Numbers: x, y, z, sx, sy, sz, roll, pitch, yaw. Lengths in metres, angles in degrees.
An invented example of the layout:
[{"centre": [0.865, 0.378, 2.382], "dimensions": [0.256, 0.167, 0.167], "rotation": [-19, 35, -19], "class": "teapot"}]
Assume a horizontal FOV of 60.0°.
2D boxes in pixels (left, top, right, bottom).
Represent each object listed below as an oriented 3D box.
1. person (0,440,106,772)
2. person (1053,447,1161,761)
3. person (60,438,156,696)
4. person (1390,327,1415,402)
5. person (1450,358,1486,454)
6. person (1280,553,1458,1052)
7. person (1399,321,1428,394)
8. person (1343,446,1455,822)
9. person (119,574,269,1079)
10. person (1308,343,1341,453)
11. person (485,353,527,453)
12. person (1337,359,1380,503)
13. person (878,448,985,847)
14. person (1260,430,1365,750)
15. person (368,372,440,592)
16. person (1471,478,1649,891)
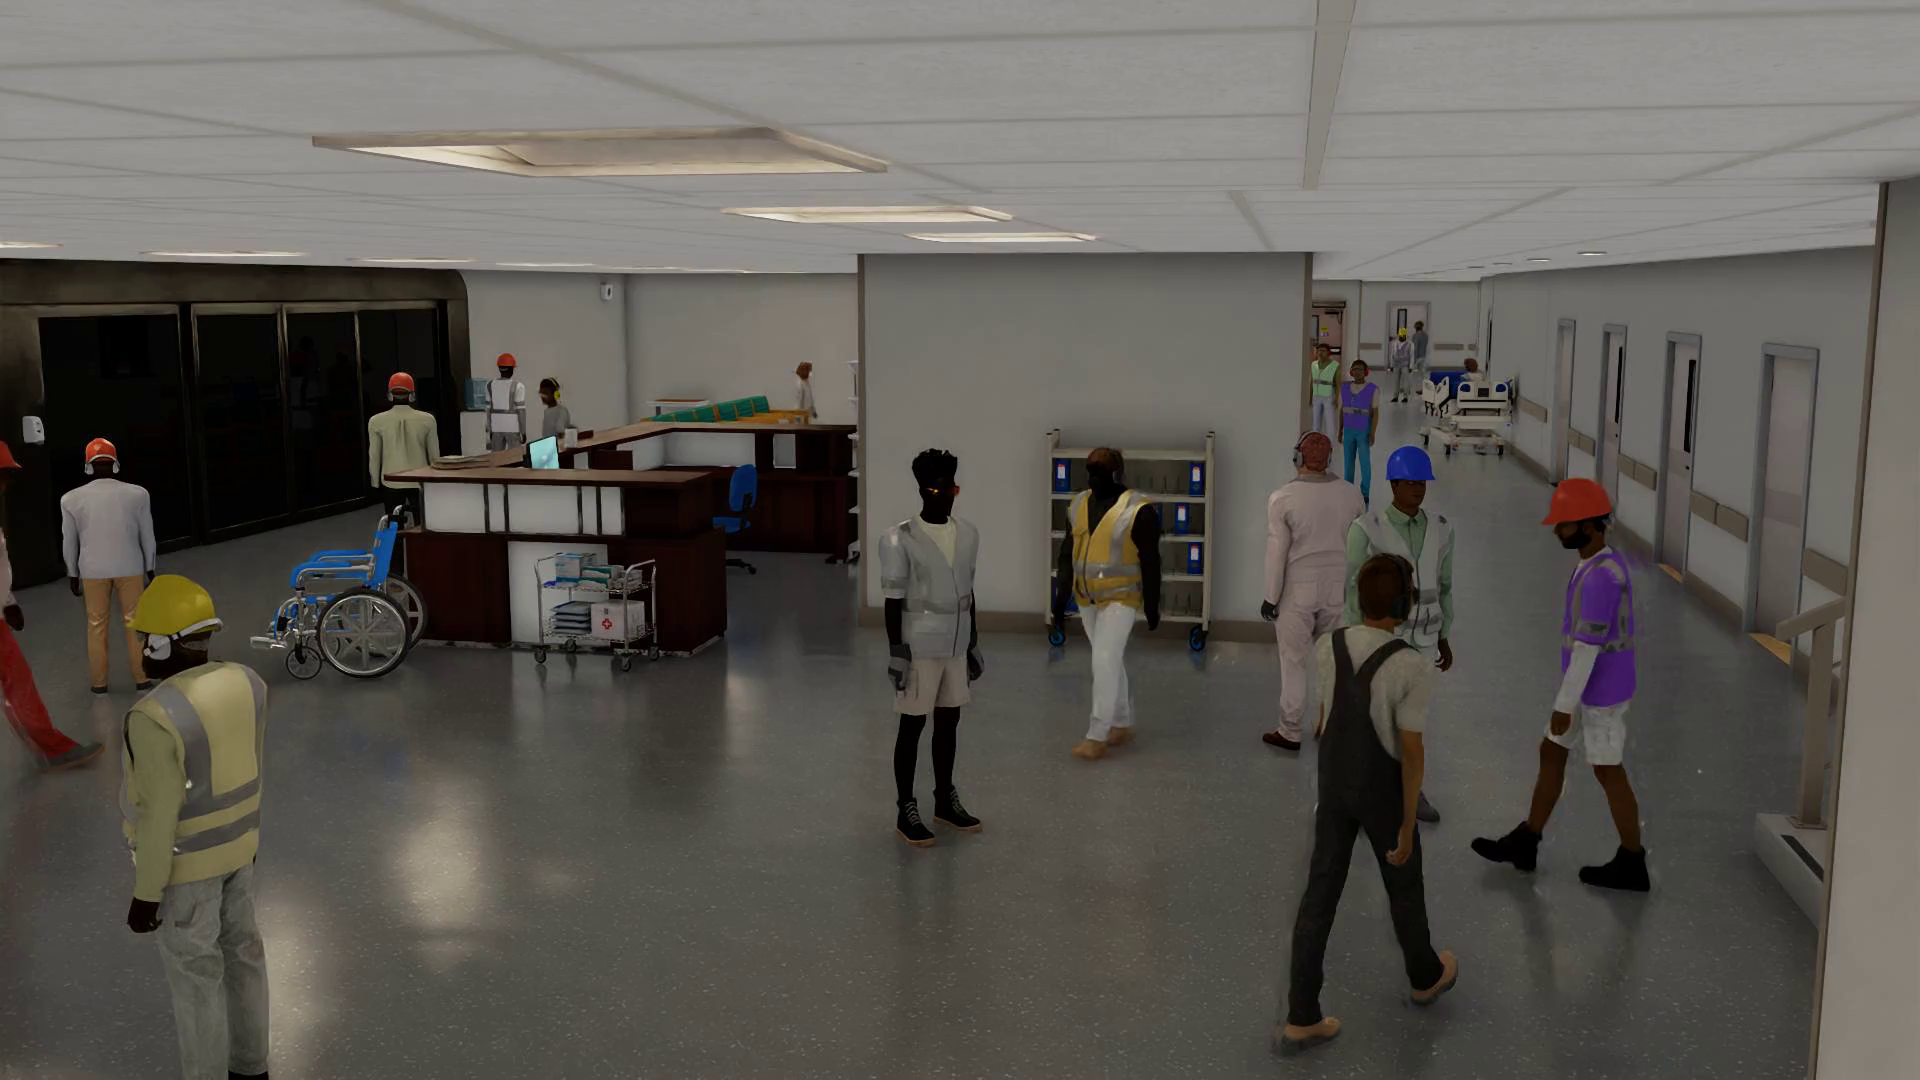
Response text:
[{"centre": [-5.450, 0.394, 9.252], "dimensions": [1.043, 1.933, 0.649], "rotation": [-7, 11, -38], "class": "person"}, {"centre": [0.784, 0.369, 9.760], "dimensions": [0.799, 1.815, 0.650], "rotation": [-8, 12, -42], "class": "person"}, {"centre": [-5.749, 0.180, 11.265], "dimensions": [0.564, 1.743, 0.352], "rotation": [-4, 9, -25], "class": "person"}, {"centre": [10.728, -4.246, 40.396], "dimensions": [0.590, 1.824, 0.403], "rotation": [7, 11, 41], "class": "person"}, {"centre": [8.535, -2.244, 27.851], "dimensions": [0.513, 1.580, 0.884], "rotation": [-3, 9, -21], "class": "person"}, {"centre": [1.527, 0.932, 6.112], "dimensions": [0.511, 1.794, 0.970], "rotation": [8, 12, 43], "class": "person"}, {"centre": [11.929, -4.783, 43.640], "dimensions": [0.661, 1.907, 0.898], "rotation": [-7, 11, -40], "class": "person"}, {"centre": [2.255, 0.488, 8.540], "dimensions": [0.605, 1.951, 0.381], "rotation": [-2, 9, -16], "class": "person"}, {"centre": [-2.495, 1.018, 5.408], "dimensions": [0.403, 1.835, 0.588], "rotation": [2, 9, 10], "class": "person"}, {"centre": [6.126, -2.383, 27.939], "dimensions": [0.564, 1.847, 0.396], "rotation": [8, 12, 44], "class": "person"}, {"centre": [-5.816, -1.435, 21.393], "dimensions": [0.546, 1.929, 0.393], "rotation": [2, 9, 13], "class": "person"}, {"centre": [5.108, -1.390, 21.339], "dimensions": [0.387, 1.849, 0.566], "rotation": [-8, 12, -43], "class": "person"}, {"centre": [-0.125, 0.520, 8.280], "dimensions": [0.607, 1.966, 0.367], "rotation": [-8, 12, -43], "class": "person"}, {"centre": [2.077, 0.300, 9.934], "dimensions": [0.642, 1.908, 0.410], "rotation": [-3, 9, -20], "class": "person"}, {"centre": [-5.034, -0.524, 15.107], "dimensions": [0.619, 1.992, 0.396], "rotation": [-3, 9, -20], "class": "person"}, {"centre": [2.754, 0.662, 7.569], "dimensions": [0.906, 1.891, 0.566], "rotation": [3, 9, 18], "class": "person"}]
